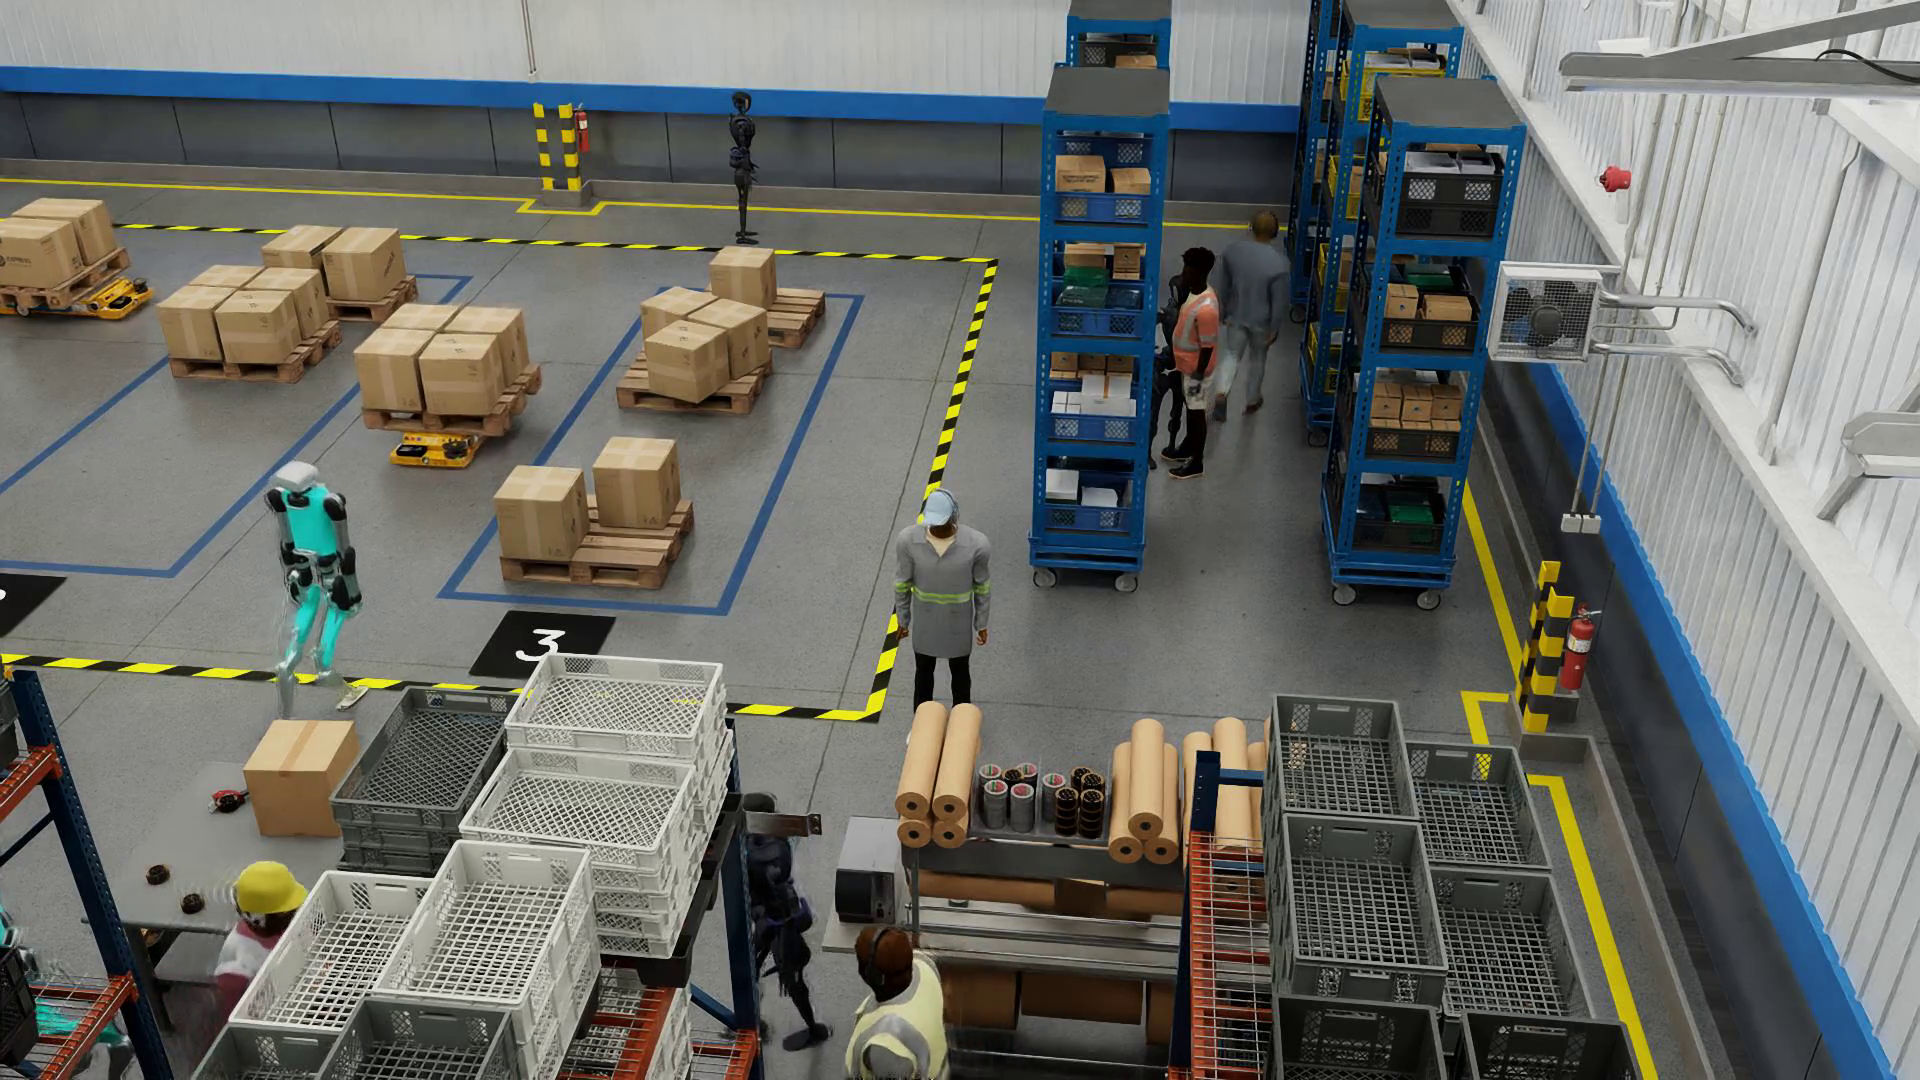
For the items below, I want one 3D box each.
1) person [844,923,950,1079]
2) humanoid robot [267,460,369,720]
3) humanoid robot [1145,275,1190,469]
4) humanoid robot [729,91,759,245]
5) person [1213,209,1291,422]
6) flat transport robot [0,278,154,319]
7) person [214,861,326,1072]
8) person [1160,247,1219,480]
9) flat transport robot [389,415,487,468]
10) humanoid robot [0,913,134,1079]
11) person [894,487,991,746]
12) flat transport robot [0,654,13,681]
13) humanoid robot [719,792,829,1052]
[{"bbox_3d":[-0.304,2.373,7.068,0.582,1.811,0.638,8,31,13],"label":"person"},{"bbox_3d":[-4.162,0.475,10.463,0.547,1.842,0.857,10,32,16],"label":"humanoid robot"},{"bbox_3d":[1.746,-1.389,13.644,0.599,1.657,0.315,-13,33,-21],"label":"humanoid robot"},{"bbox_3d":[-2.378,-4.123,18.341,0.315,1.657,0.599,-2,30,-4],"label":"humanoid robot"},{"bbox_3d":[2.484,-1.898,14.301,0.624,1.912,0.743,15,34,25],"label":"person"},{"bbox_3d":[-9.073,-2.495,16.931,1.431,0.197,0.652,3,30,6],"label":"flat transport robot"},{"bbox_3d":[-3.068,2.138,7.478,0.712,1.808,0.595,4,30,7],"label":"person"},{"bbox_3d":[1.886,-1.433,13.449,0.368,1.966,0.600,-1,30,-2],"label":"person"},{"bbox_3d":[-4.371,-1.053,14.454,0.652,0.197,1.431,3,30,6],"label":"flat transport robot"},{"bbox_3d":[-4.218,2.079,7.662,0.970,1.757,0.565,-9,31,-15],"label":"humanoid robot"},{"bbox_3d":[-0.113,0.497,10.246,0.597,1.850,0.397,3,30,6],"label":"person"},{"bbox_3d":[-7.142,0.969,11.010,1.431,0.231,0.659,3,30,6],"label":"flat transport robot"},{"bbox_3d":[-0.929,1.882,8.049,0.587,1.641,0.594,-14,33,-23],"label":"humanoid robot"}]
